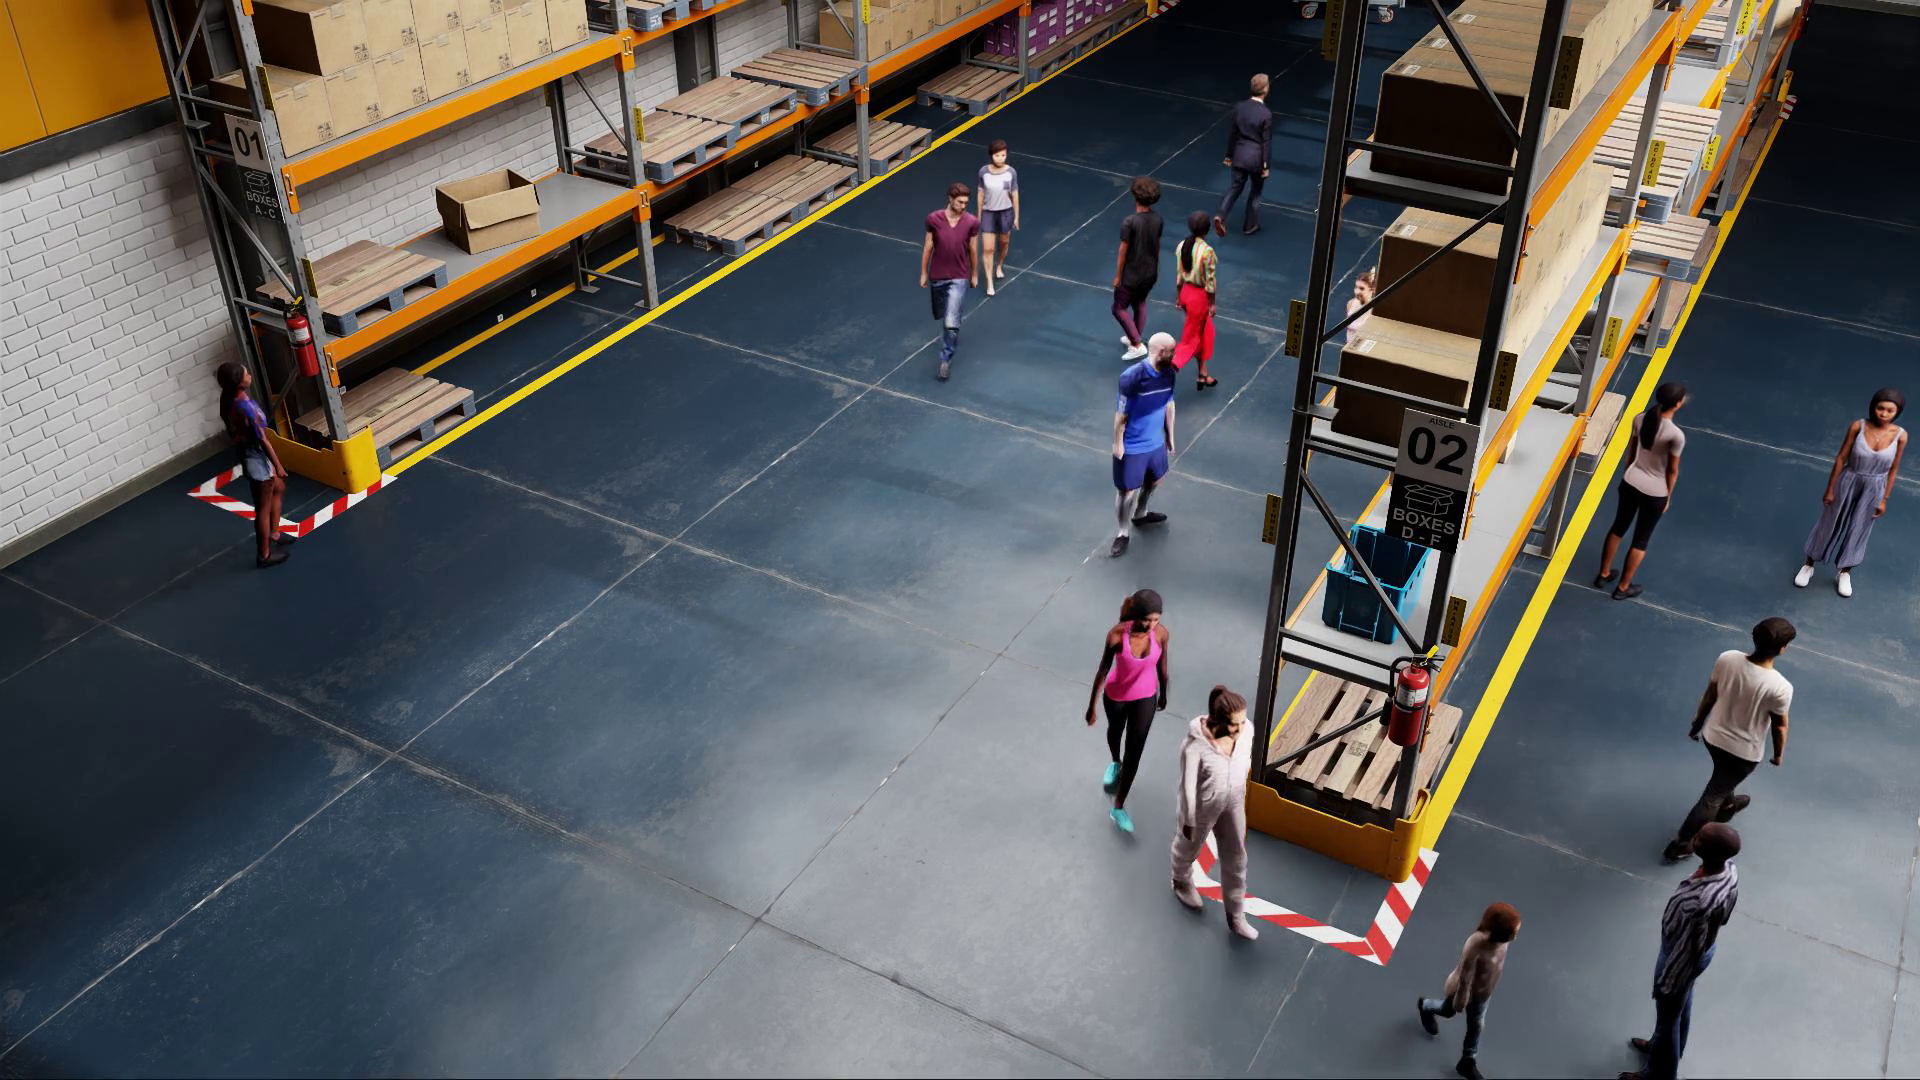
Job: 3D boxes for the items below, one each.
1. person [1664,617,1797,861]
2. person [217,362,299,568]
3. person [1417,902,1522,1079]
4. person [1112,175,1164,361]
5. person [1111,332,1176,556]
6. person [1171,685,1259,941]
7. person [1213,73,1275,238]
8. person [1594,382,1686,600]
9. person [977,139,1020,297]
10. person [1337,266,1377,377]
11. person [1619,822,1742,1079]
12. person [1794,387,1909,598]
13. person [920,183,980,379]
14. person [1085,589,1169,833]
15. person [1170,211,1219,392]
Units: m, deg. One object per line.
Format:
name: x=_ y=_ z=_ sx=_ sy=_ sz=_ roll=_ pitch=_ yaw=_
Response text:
person: x=4.603 y=1.227 z=10.000 sx=1.182 sy=1.679 sz=0.979 roll=-18 pitch=38 yaw=-25
person: x=-5.429 y=-0.544 z=12.622 sx=0.720 sy=1.726 sz=0.683 roll=-27 pitch=42 yaw=-35
person: x=2.666 y=2.327 z=8.806 sx=0.820 sy=1.168 sz=0.824 roll=-12 pitch=35 yaw=-18
person: x=1.684 y=-2.511 z=15.543 sx=0.837 sy=1.767 sz=0.884 roll=-21 pitch=39 yaw=-28
person: x=1.348 y=-0.741 z=12.843 sx=0.748 sy=1.809 sz=0.961 roll=-11 pitch=35 yaw=-16
person: x=1.411 y=1.472 z=9.640 sx=0.972 sy=1.670 sz=1.002 roll=-12 pitch=36 yaw=-18
person: x=3.074 y=-4.091 z=17.898 sx=0.822 sy=1.792 sz=1.090 roll=27 pitch=42 yaw=34
person: x=5.068 y=-0.367 z=12.344 sx=0.709 sy=1.738 sz=0.685 roll=-18 pitch=37 yaw=-24
person: x=0.385 y=-3.363 z=17.033 sx=0.855 sy=1.538 sz=0.981 roll=-2 pitch=34 yaw=-3
person: x=3.502 y=-1.555 z=14.264 sx=1.133 sy=1.591 sz=0.778 roll=-29 pitch=43 yaw=-36
person: x=3.717 y=2.143 z=8.518 sx=0.707 sy=1.794 sz=0.506 roll=21 pitch=39 yaw=29
person: x=6.688 y=-0.368 z=12.385 sx=0.594 sy=1.695 sz=0.526 roll=14 pitch=36 yaw=21
person: x=-0.083 y=-2.474 z=15.460 sx=0.927 sy=1.798 sz=1.223 roll=8 pitch=34 yaw=11
person: x=1.072 y=0.939 z=10.436 sx=0.955 sy=1.676 sz=1.094 roll=2 pitch=34 yaw=3
person: x=2.025 y=-2.026 z=14.828 sx=1.209 sy=1.752 sz=0.923 roll=-20 pitch=38 yaw=-27
